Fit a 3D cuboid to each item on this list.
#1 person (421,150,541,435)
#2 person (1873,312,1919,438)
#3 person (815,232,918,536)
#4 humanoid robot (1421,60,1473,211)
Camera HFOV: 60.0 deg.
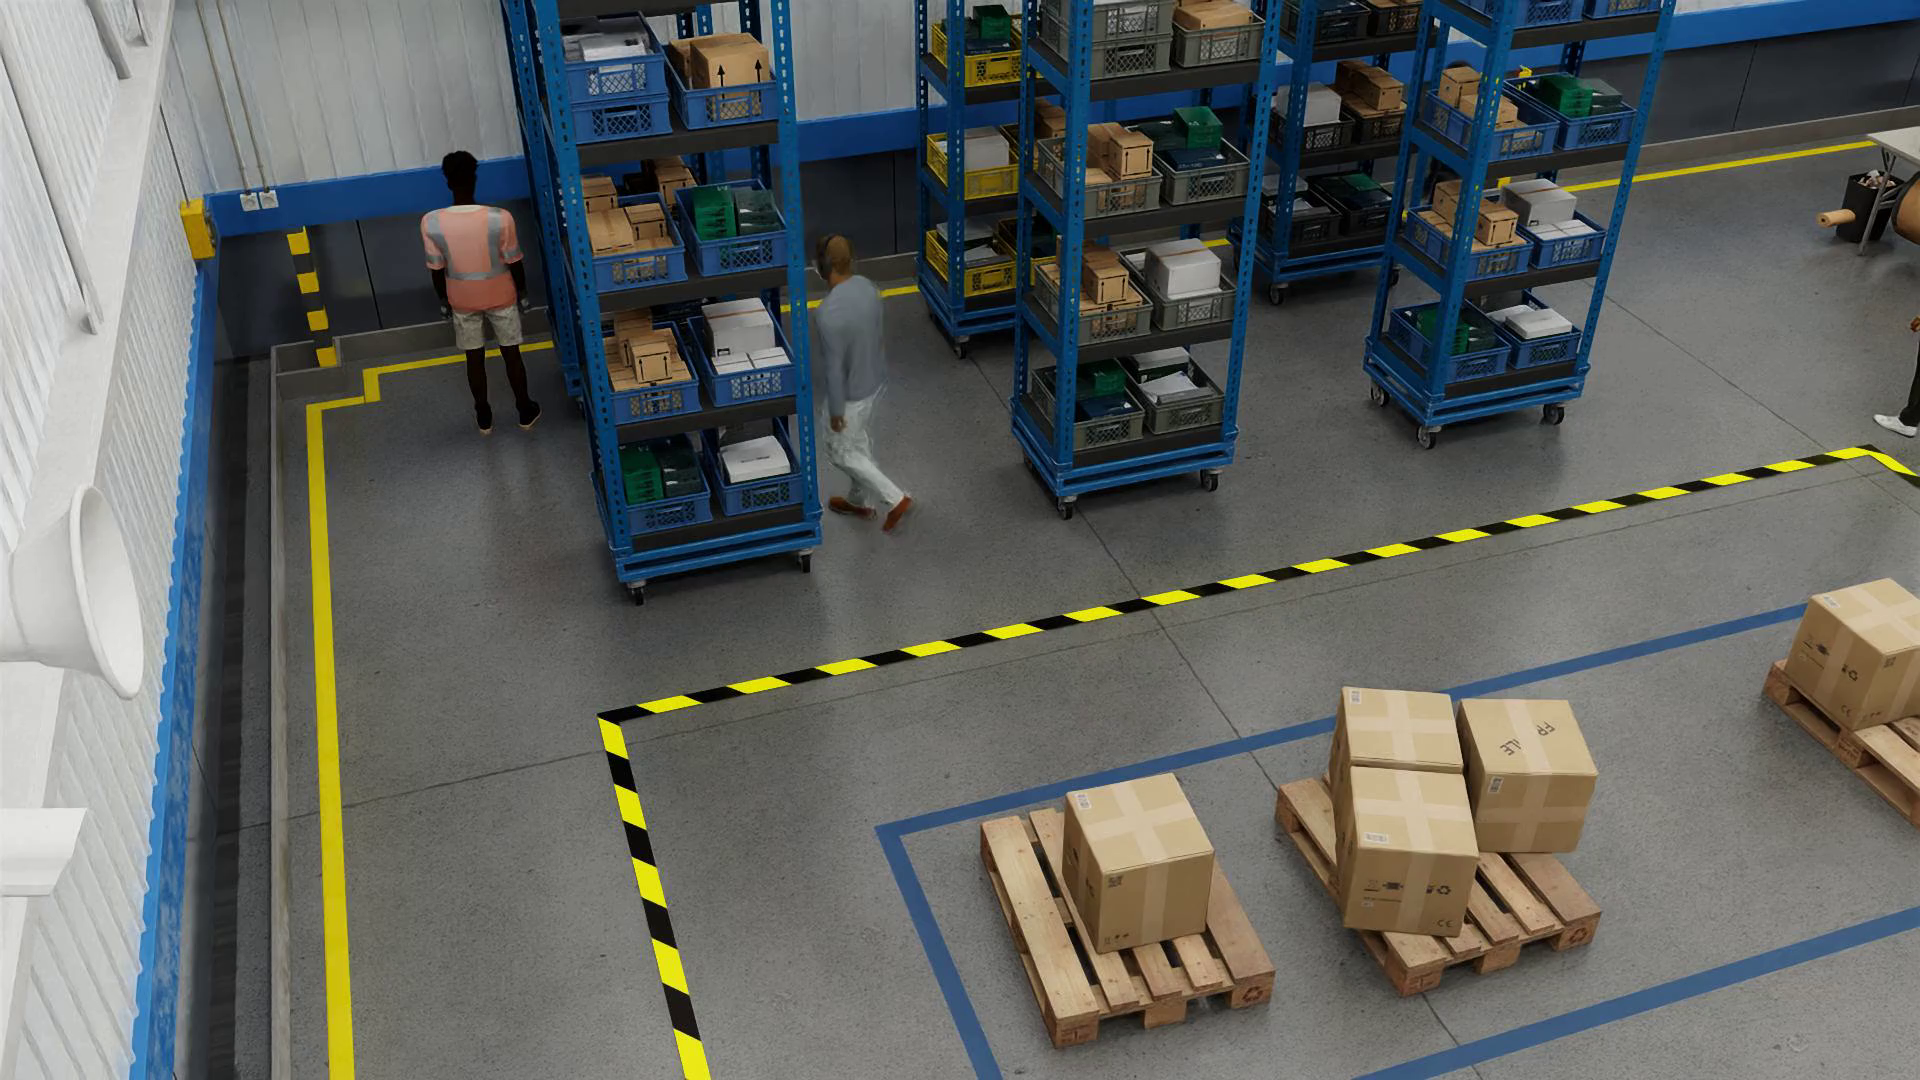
[{"bbox_3d":[-3.111,-1.590,10.838,0.605,1.965,0.368,-5,36,-7],"label":"person"},{"bbox_3d":[6.488,-1.529,10.849,0.589,1.852,0.366,-13,37,-17],"label":"person"},{"bbox_3d":[-0.572,-0.891,9.900,0.639,1.903,0.653,13,37,17],"label":"person"},{"bbox_3d":[3.843,-2.911,12.969,0.403,1.647,0.615,22,41,28],"label":"humanoid robot"}]
